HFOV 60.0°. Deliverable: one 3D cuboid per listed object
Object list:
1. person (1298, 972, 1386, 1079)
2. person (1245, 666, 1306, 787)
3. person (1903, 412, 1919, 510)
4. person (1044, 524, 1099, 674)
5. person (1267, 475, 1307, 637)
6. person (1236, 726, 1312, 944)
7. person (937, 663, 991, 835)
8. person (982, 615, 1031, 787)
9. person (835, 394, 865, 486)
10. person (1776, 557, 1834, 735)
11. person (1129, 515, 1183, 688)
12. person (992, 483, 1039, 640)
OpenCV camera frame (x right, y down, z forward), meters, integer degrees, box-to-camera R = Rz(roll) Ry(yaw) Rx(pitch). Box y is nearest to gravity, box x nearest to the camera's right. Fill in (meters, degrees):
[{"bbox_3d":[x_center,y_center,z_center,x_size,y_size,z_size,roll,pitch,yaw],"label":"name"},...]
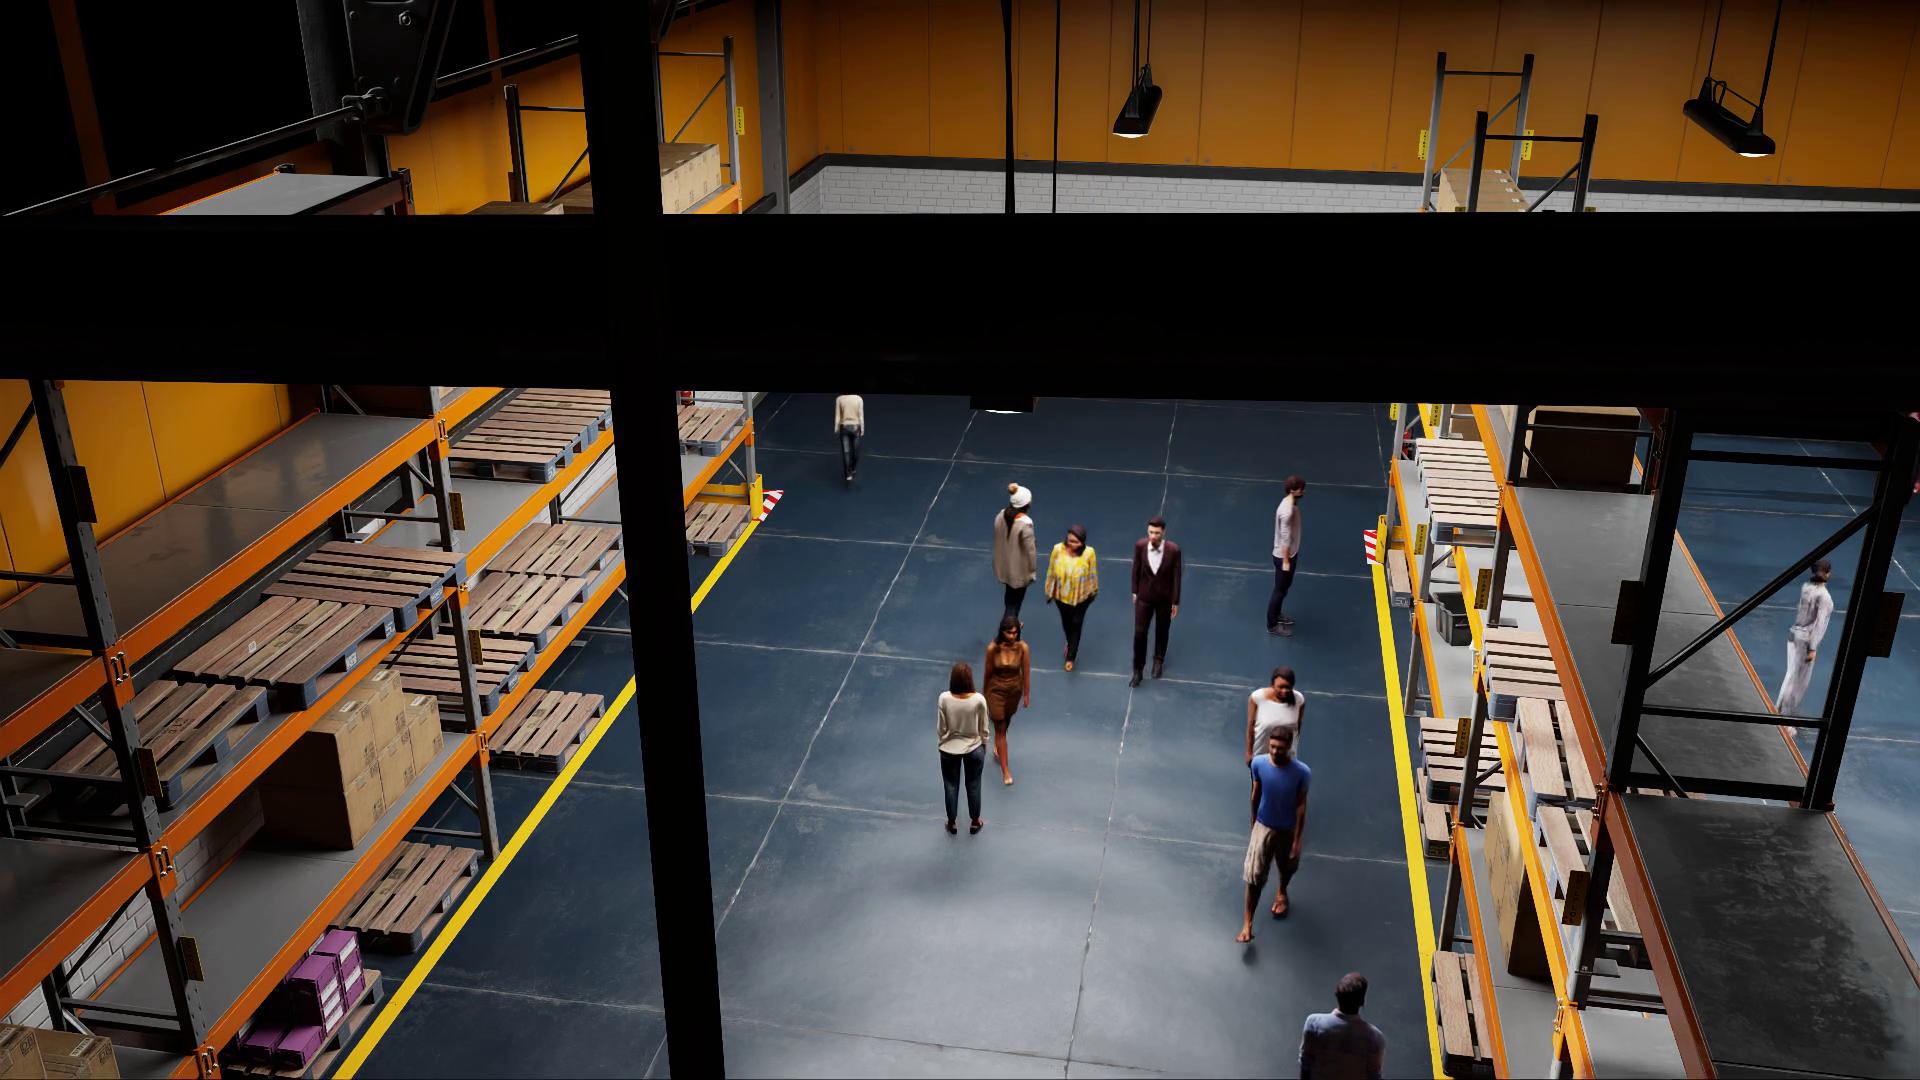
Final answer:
[{"bbox_3d":[2.407,3.538,10.561,0.731,1.827,0.658,9,25,20],"label":"person"},{"bbox_3d":[2.756,1.825,14.677,0.666,1.668,0.744,2,24,6],"label":"person"},{"bbox_3d":[11.663,-0.772,20.582,0.842,1.698,1.168,12,26,26],"label":"person"},{"bbox_3d":[1.206,0.560,17.652,0.774,1.603,1.065,7,25,15],"label":"person"},{"bbox_3d":[3.576,0.147,18.301,0.742,1.841,0.531,9,25,19],"label":"person"},{"bbox_3d":[2.588,2.284,13.441,0.760,1.817,1.225,8,25,17],"label":"person"},{"bbox_3d":[0.020,1.833,14.640,0.630,1.684,0.560,2,24,4],"label":"person"},{"bbox_3d":[0.413,1.428,15.636,0.852,1.629,1.177,-3,24,-8],"label":"person"},{"bbox_3d":[-1.490,-1.461,22.480,0.731,1.441,1.083,-2,24,-5],"label":"person"},{"bbox_3d":[8.301,1.037,16.383,0.845,1.746,0.530,6,24,13],"label":"person"},{"bbox_3d":[2.065,0.569,17.337,0.741,1.841,0.962,6,24,13],"label":"person"},{"bbox_3d":[0.506,0.284,17.939,0.937,1.880,0.885,-20,31,-38],"label":"person"}]
